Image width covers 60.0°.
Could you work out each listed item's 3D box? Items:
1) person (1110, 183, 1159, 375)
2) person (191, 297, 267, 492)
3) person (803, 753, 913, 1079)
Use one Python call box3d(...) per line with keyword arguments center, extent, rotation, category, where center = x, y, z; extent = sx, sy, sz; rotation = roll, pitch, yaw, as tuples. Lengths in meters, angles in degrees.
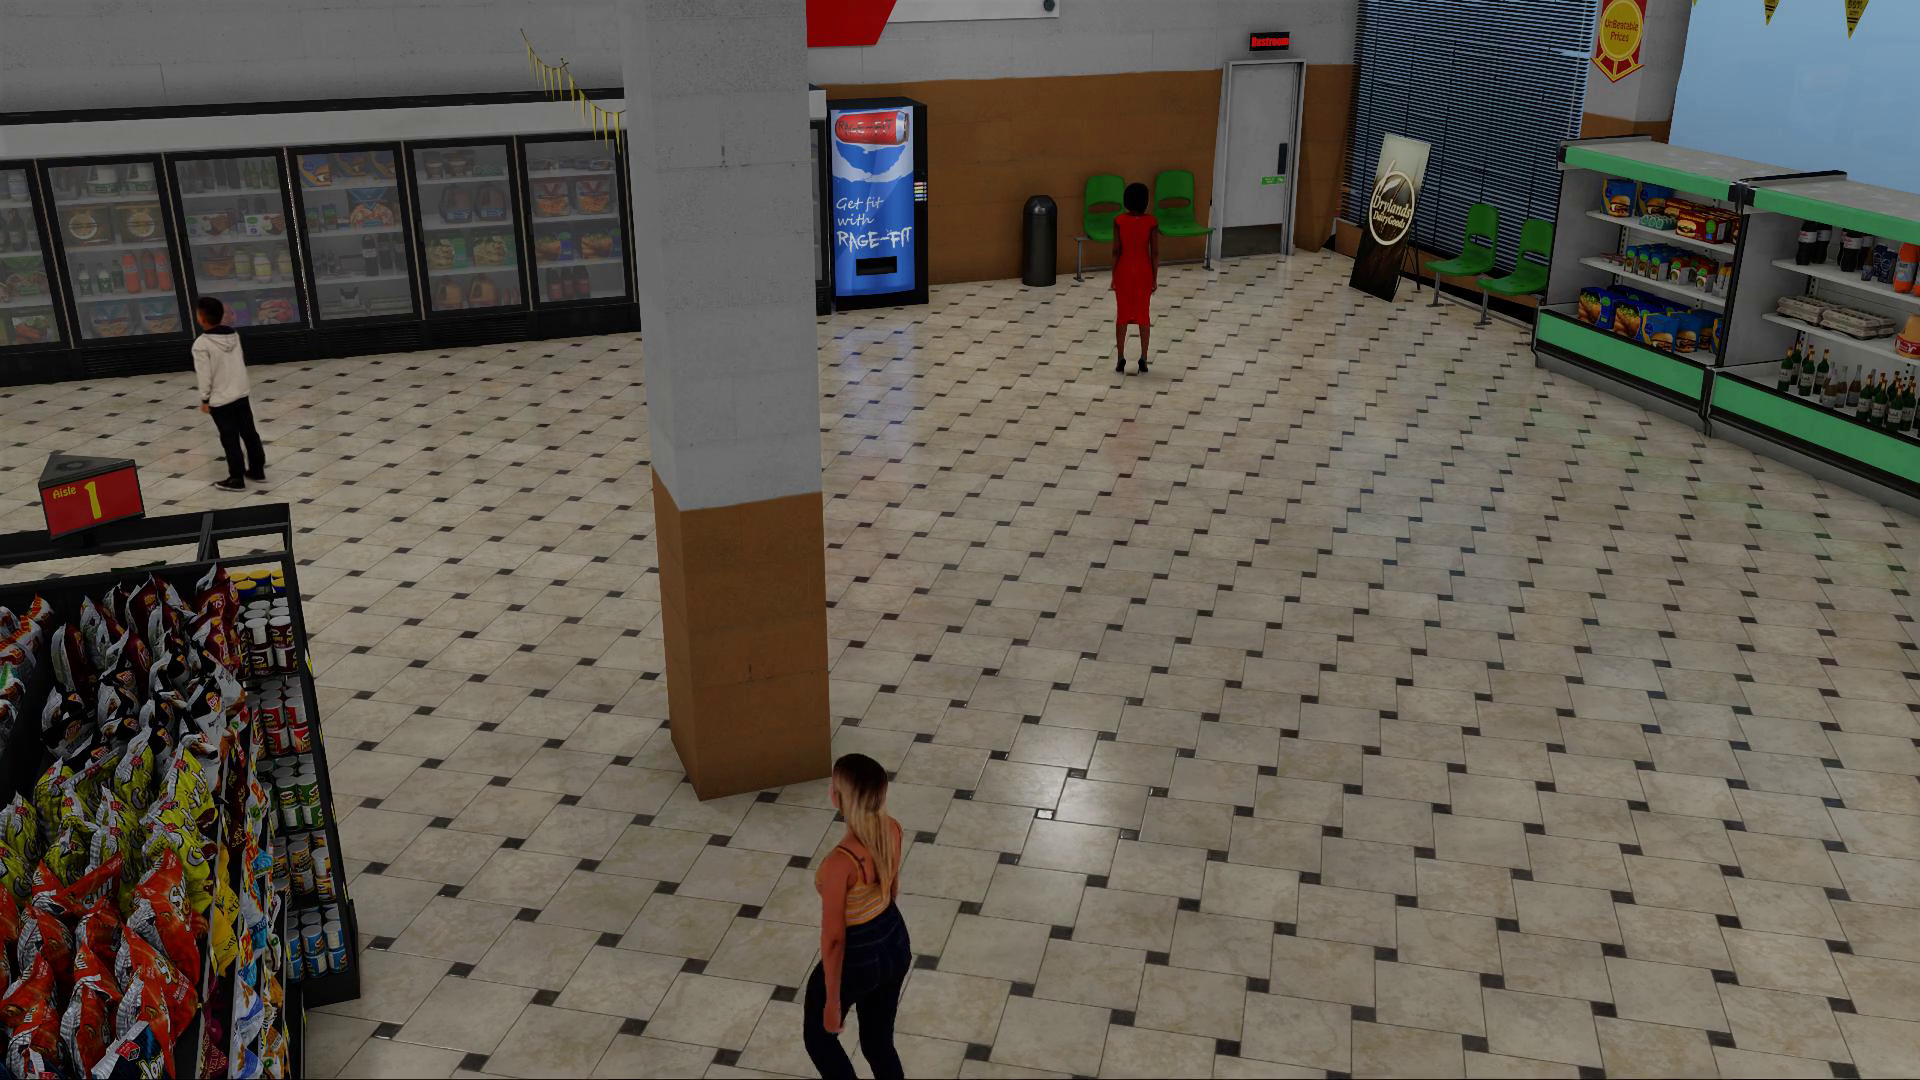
box3d(center=(1.585, -2.386, 15.192), extent=(0.648, 1.743, 0.641), rotation=(2, 22, 6), category="person")
box3d(center=(-5.435, -1.090, 12.355), extent=(0.700, 1.454, 0.640), rotation=(10, 24, 24), category="person")
box3d(center=(-0.268, 1.496, 5.700), extent=(0.756, 1.617, 0.714), rotation=(15, 26, 32), category="person")
